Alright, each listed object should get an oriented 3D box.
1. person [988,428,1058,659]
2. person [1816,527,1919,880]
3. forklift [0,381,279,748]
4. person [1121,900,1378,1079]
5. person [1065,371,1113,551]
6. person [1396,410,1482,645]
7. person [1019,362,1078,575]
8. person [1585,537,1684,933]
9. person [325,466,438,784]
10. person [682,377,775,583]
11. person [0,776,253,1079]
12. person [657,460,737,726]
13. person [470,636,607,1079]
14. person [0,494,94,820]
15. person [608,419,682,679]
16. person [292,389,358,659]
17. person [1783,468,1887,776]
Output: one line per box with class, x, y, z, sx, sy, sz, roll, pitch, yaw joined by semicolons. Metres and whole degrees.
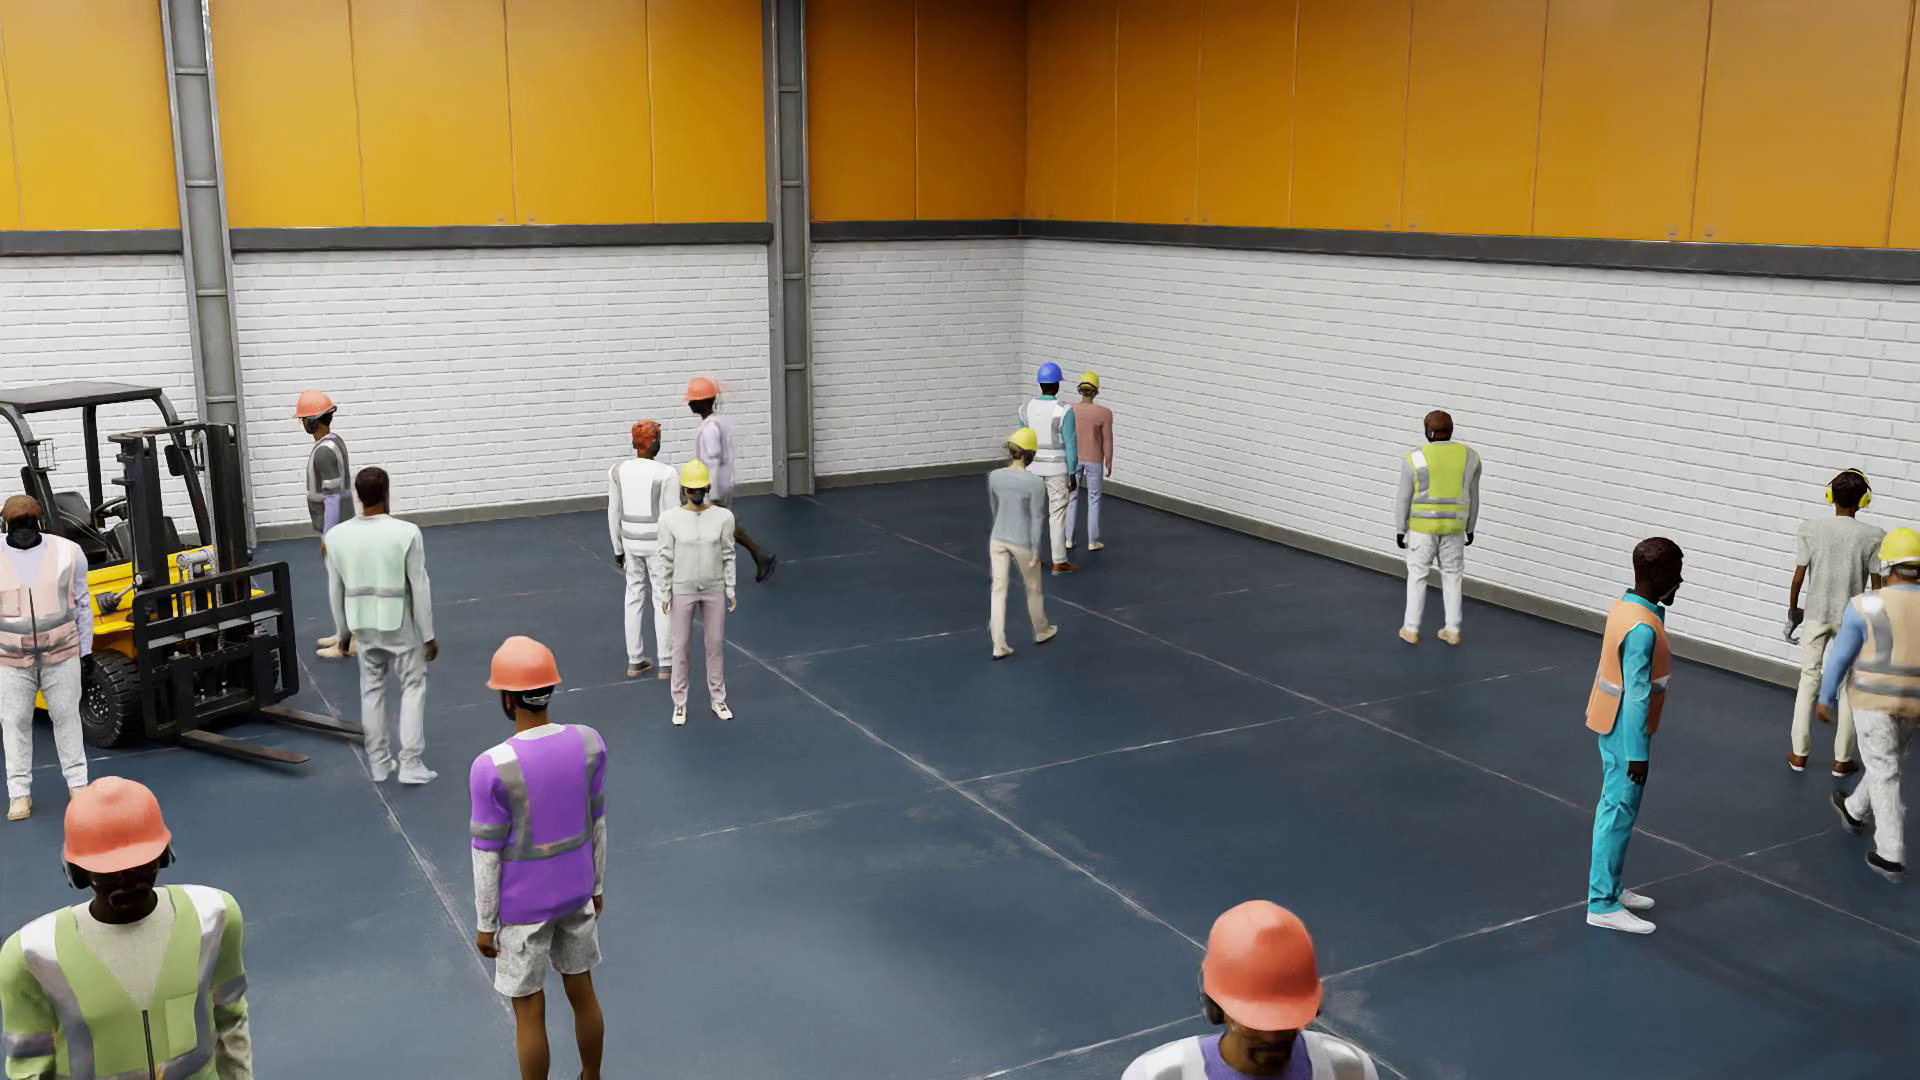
person;0.480;0.003;12.670;0.522;1.725;0.853;7;14;30
person;4.845;0.807;8.767;0.623;1.781;0.912;0;12;0
forklift;-5.853;0.085;11.199;2.313;2.155;1.214;7;14;28
person;0.638;1.758;3.715;0.614;2.040;0.390;-2;12;-11
person;1.235;-0.769;16.242;0.531;1.758;0.345;4;13;17
person;3.690;-0.093;12.897;0.635;1.833;0.430;0;12;0
person;0.813;-0.650;15.220;0.605;1.951;0.381;8;15;34
person;3.204;0.919;7.972;0.397;1.911;0.587;4;13;18
person;-3.419;0.517;9.844;0.609;1.917;0.407;1;12;7
person;-2.092;-0.491;14.598;0.831;1.909;0.555;0;12;0
person;-2.167;1.603;4.440;0.605;2.045;0.381;-10;16;-40
person;-1.730;0.342;11.007;0.525;1.769;0.310;-4;13;-20
person;-1.554;1.299;6.134;0.387;1.931;0.543;11;16;42
person;-5.224;0.647;9.404;0.627;1.843;0.429;-7;14;-31
person;-2.248;0.067;12.019;0.585;1.882;0.337;4;13;19
person;-4.755;-0.117;12.515;0.394;2.040;0.609;-3;12;-14
person;5.277;0.495;10.049;0.535;1.868;0.309;7;14;31
